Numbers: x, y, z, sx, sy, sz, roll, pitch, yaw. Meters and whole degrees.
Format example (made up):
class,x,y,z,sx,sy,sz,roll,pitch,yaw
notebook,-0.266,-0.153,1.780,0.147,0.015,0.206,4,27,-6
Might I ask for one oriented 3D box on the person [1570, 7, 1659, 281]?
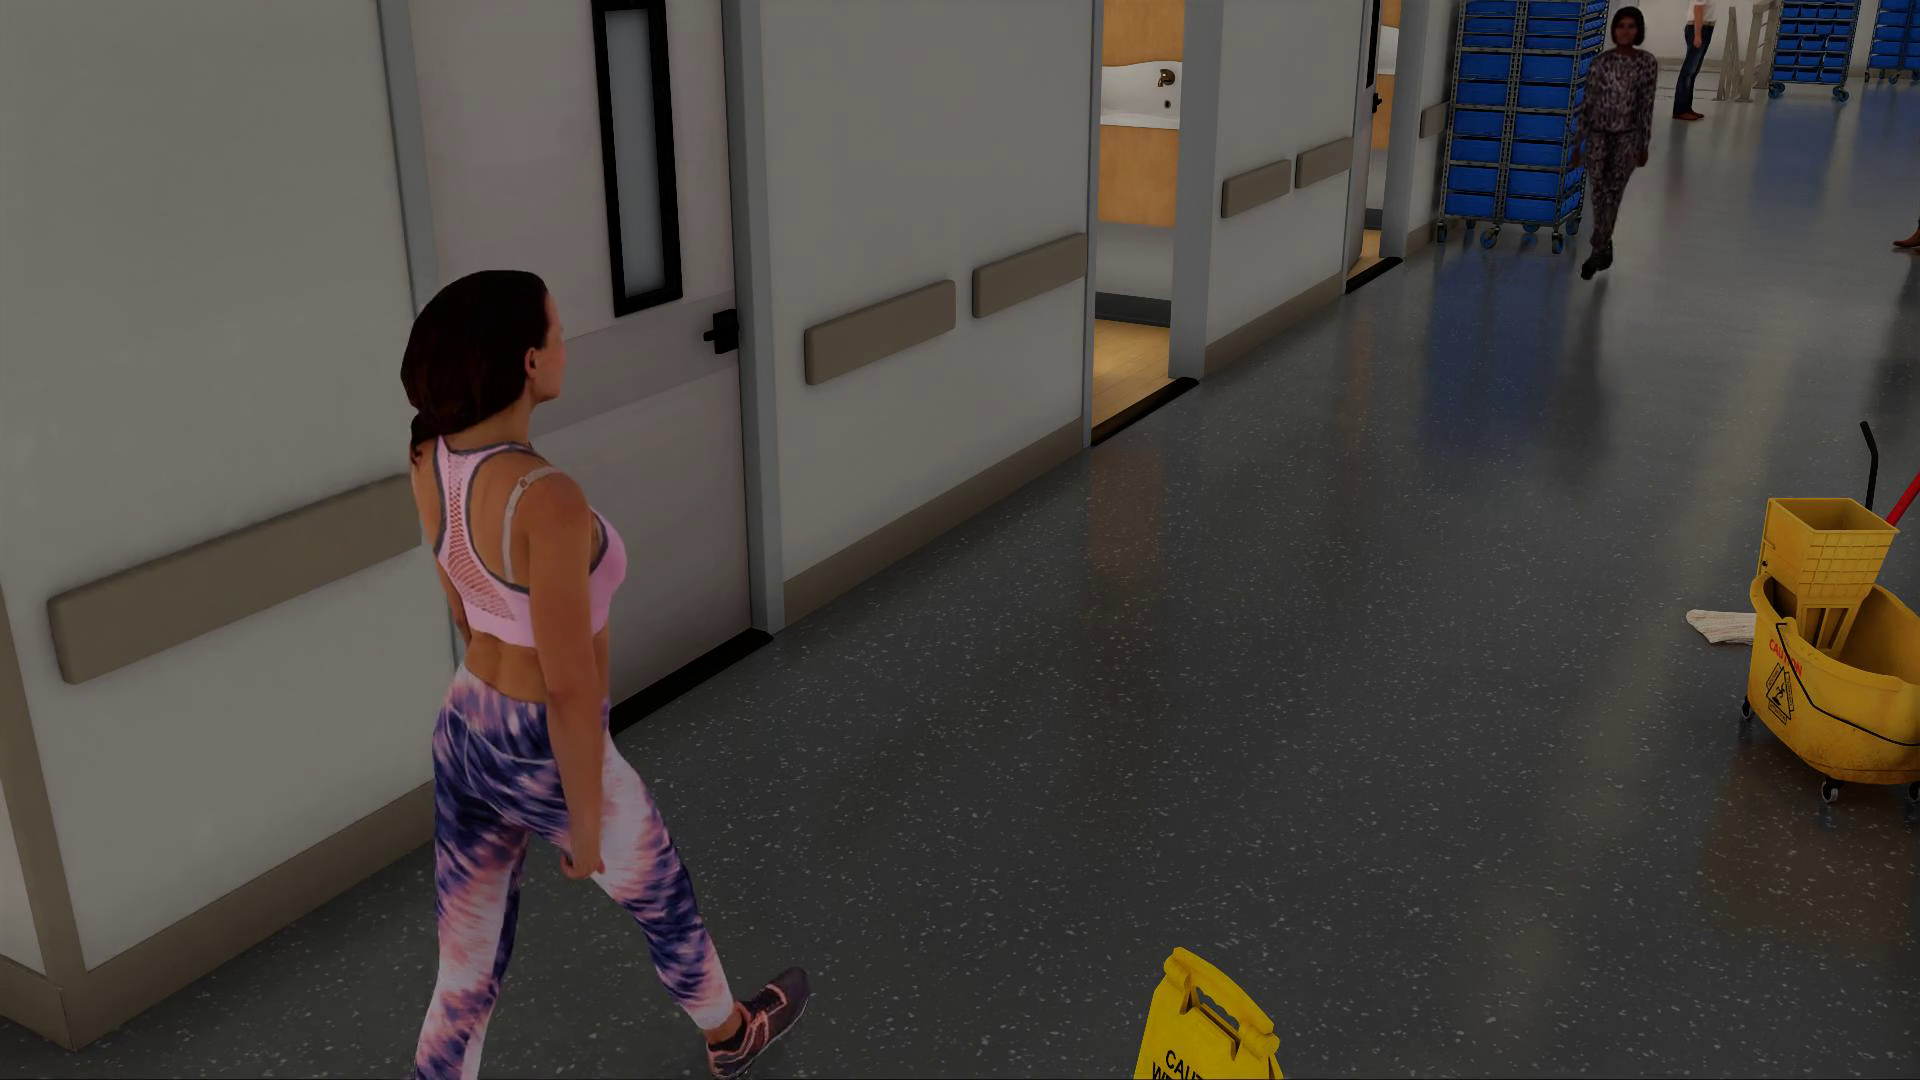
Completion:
class,x,y,z,sx,sy,sz,roll,pitch,yaw
person,4.200,-2.510,10.684,0.606,1.664,1.124,12,24,29

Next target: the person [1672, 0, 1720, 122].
class,x,y,z,sx,sy,sz,roll,pitch,yaw
person,8.472,-5.803,19.117,0.742,1.850,0.542,15,25,34

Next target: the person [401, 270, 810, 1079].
class,x,y,z,sx,sy,sz,roll,pitch,yaw
person,-0.782,0.455,2.785,0.642,1.715,1.166,13,24,31
